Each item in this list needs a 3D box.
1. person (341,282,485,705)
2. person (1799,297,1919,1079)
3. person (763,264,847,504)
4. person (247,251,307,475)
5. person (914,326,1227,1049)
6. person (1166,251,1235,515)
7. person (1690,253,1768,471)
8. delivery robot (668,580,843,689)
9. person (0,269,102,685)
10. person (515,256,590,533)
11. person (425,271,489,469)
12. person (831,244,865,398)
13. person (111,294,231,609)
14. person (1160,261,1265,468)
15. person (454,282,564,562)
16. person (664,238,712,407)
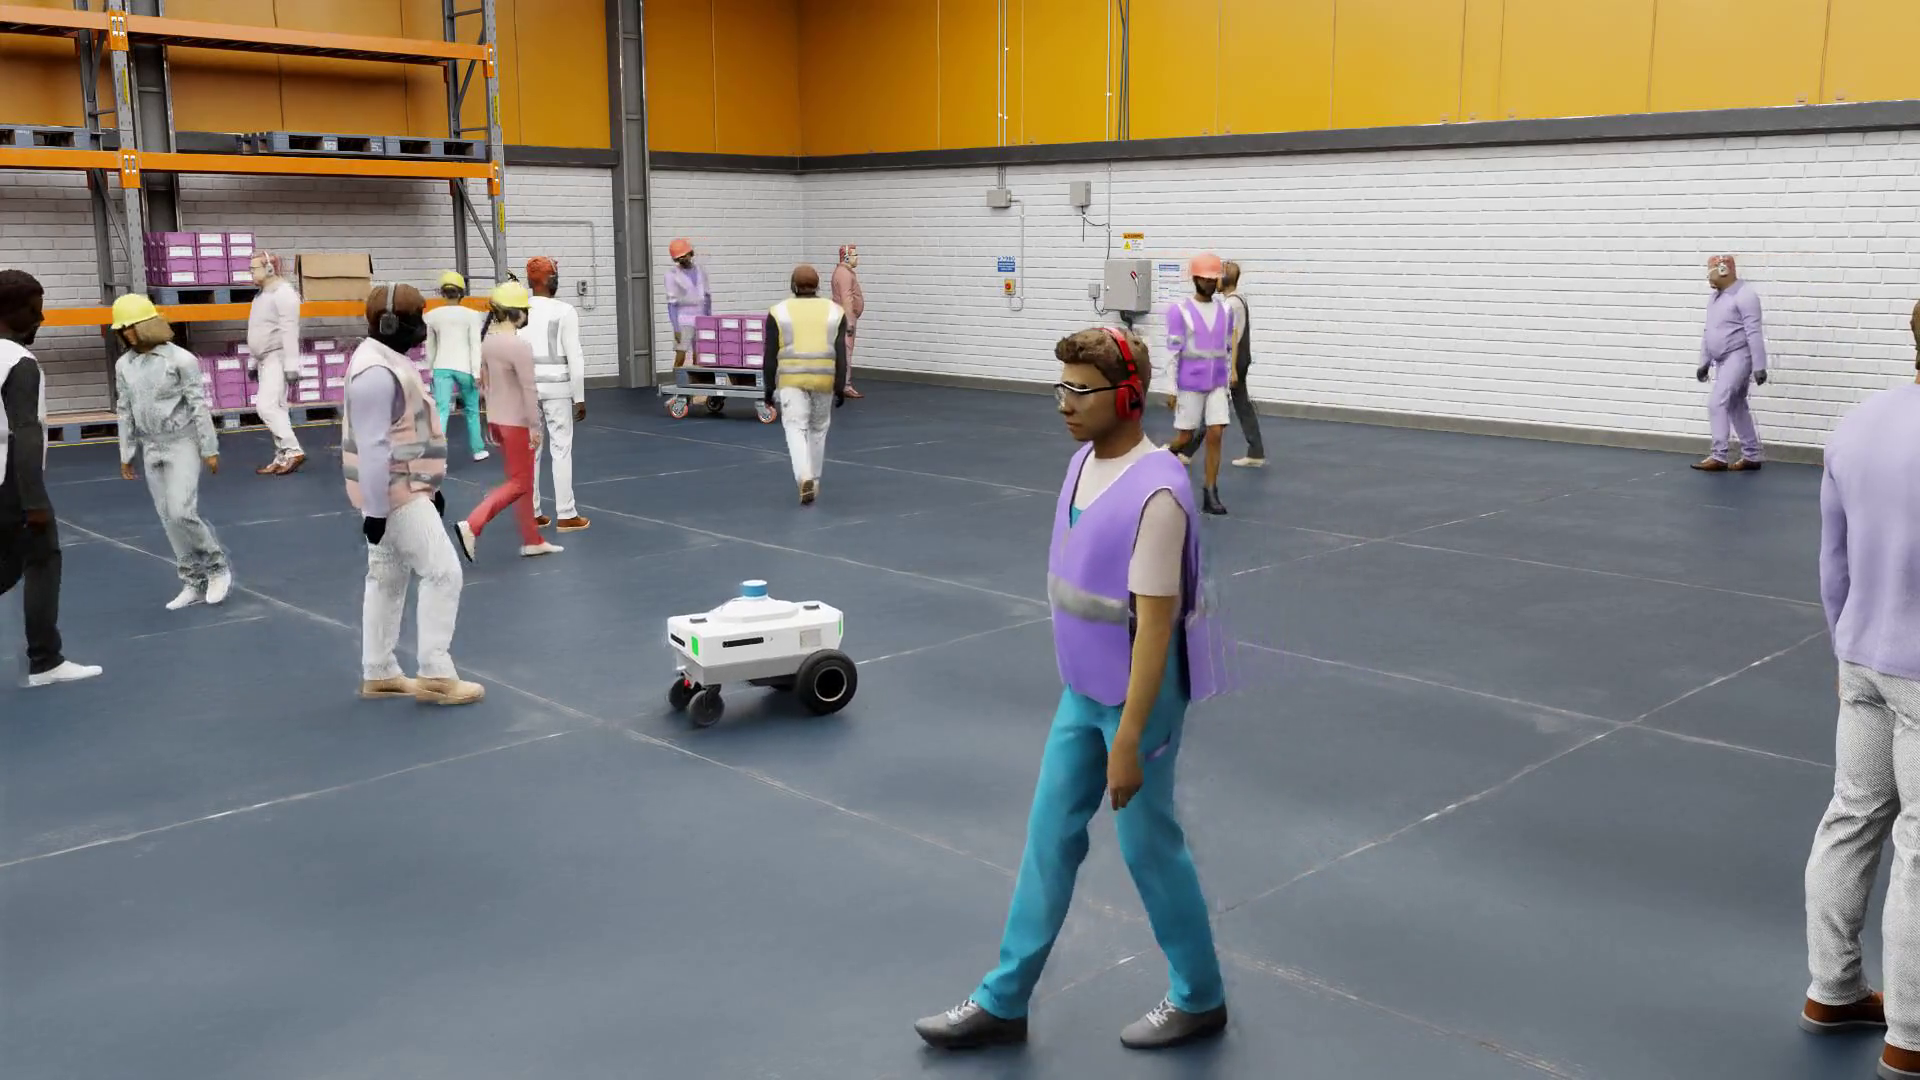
[{"bbox_3d":[-2.341,-0.191,7.206,0.658,1.822,0.629,-3,11,-18],"label":"person"},{"bbox_3d":[2.319,0.334,4.004,0.372,1.940,0.631,-2,11,-11],"label":"person"},{"bbox_3d":[-1.174,-1.194,12.697,0.633,1.813,0.868,-3,11,-14],"label":"person"},{"bbox_3d":[-5.807,-1.483,14.041,0.434,1.893,0.660,-8,13,-38],"label":"person"},{"bbox_3d":[0.324,0.394,4.025,0.803,1.806,0.590,-3,11,-18],"label":"person"},{"bbox_3d":[1.748,-1.172,12.298,0.549,1.913,0.792,-3,11,-18],"label":"person"},{"bbox_3d":[6.583,-1.504,14.238,0.777,1.865,0.664,1,10,4],"label":"person"},{"bbox_3d":[-0.869,0.415,7.078,0.707,0.478,0.477,-6,12,-28],"label":"delivery robot"},{"bbox_3d":[-4.235,-0.232,7.262,0.609,1.885,0.716,7,12,33],"label":"person"},{"bbox_3d":[-2.825,-0.988,11.358,0.583,1.882,0.338,3,11,16],"label":"person"},{"bbox_3d":[-4.433,-1.489,14.564,0.529,1.710,0.944,0,10,1],"label":"person"},{"bbox_3d":[-1.401,-2.741,20.854,0.400,1.910,0.643,-2,11,-11],"label":"person"},{"bbox_3d":[-4.283,-0.467,8.971,0.516,1.714,0.423,3,11,17],"label":"person"},{"bbox_3d":[2.252,-1.519,14.494,0.928,1.793,0.524,4,11,21],"label":"person"},{"bbox_3d":[-2.810,-0.719,10.269,0.725,1.742,0.534,-9,14,-42],"label":"person"},{"bbox_3d":[-3.151,-2.545,19.600,0.390,1.988,0.726,9,13,39],"label":"person"}]
